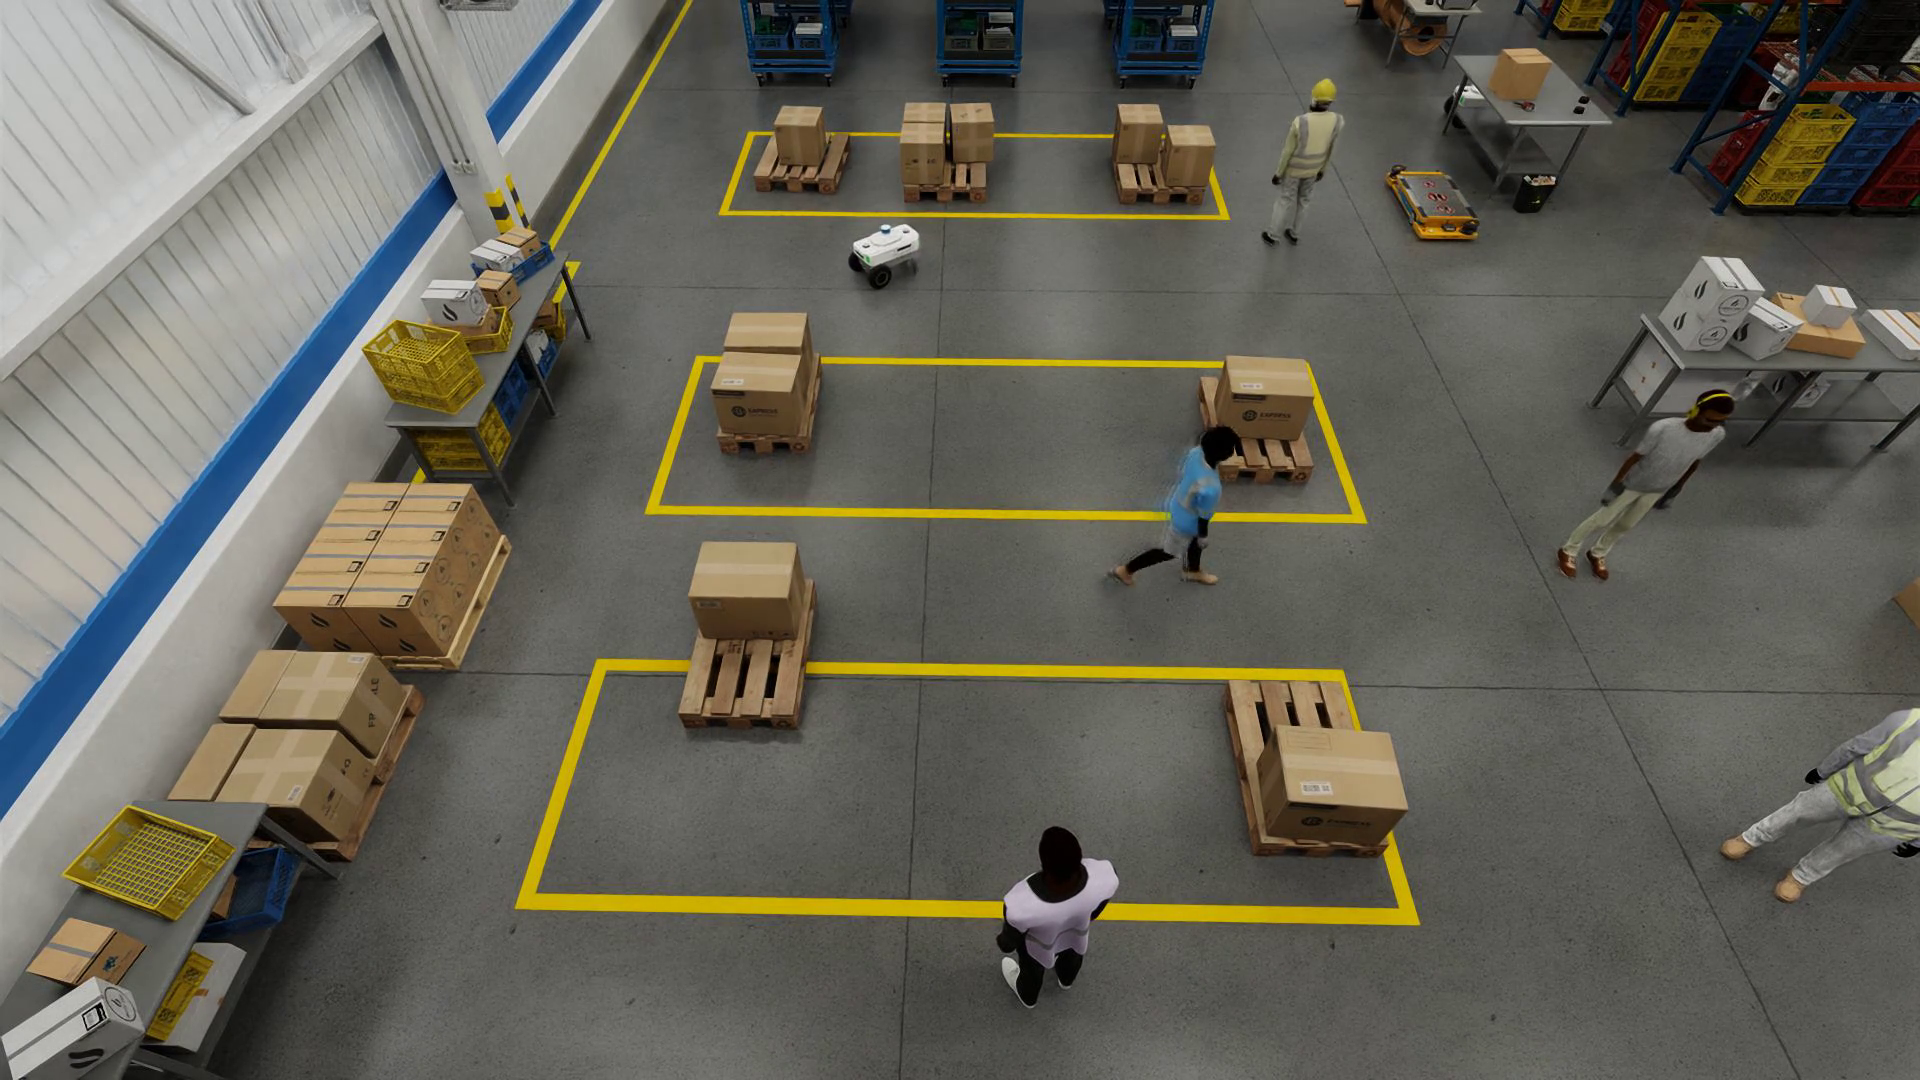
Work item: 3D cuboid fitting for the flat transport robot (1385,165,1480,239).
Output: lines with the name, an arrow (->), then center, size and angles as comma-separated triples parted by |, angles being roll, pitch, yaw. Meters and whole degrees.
flat transport robot -> 5.692, -4.094, 11.059 | 0.652, 0.197, 1.431 | 1, 49, 1

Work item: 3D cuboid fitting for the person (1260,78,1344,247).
person -> 3.739, -4.082, 10.033 | 0.613, 1.823, 0.409 | -7, 49, -6

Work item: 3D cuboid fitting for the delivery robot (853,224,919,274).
delivery robot -> -0.804, -3.218, 10.054 | 0.707, 0.478, 0.477 | -29, 55, -23

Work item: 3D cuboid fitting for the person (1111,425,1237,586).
person -> 1.623, -0.200, 6.769 | 0.823, 1.664, 0.521 | 6, 49, 6

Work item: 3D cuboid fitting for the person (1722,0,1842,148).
person -> 10.199, -5.682, 11.374 | 0.342, 1.883, 0.586 | 28, 55, 22

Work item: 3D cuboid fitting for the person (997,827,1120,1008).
person -> 0.471, 1.988, 4.716 | 0.590, 1.915, 0.392 | -17, 51, -14

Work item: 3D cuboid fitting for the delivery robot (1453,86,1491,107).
delivery robot -> 7.103, -5.998, 12.460 | 0.707, 0.478, 0.477 | 5, 49, 4

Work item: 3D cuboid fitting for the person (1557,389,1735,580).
person -> 5.084, -0.385, 6.809 | 0.503, 1.862, 0.326 | 5, 49, 5

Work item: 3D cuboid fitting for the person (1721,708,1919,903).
person -> 5.175, 1.498, 5.187 | 0.429, 1.844, 0.627 | -27, 54, -21
